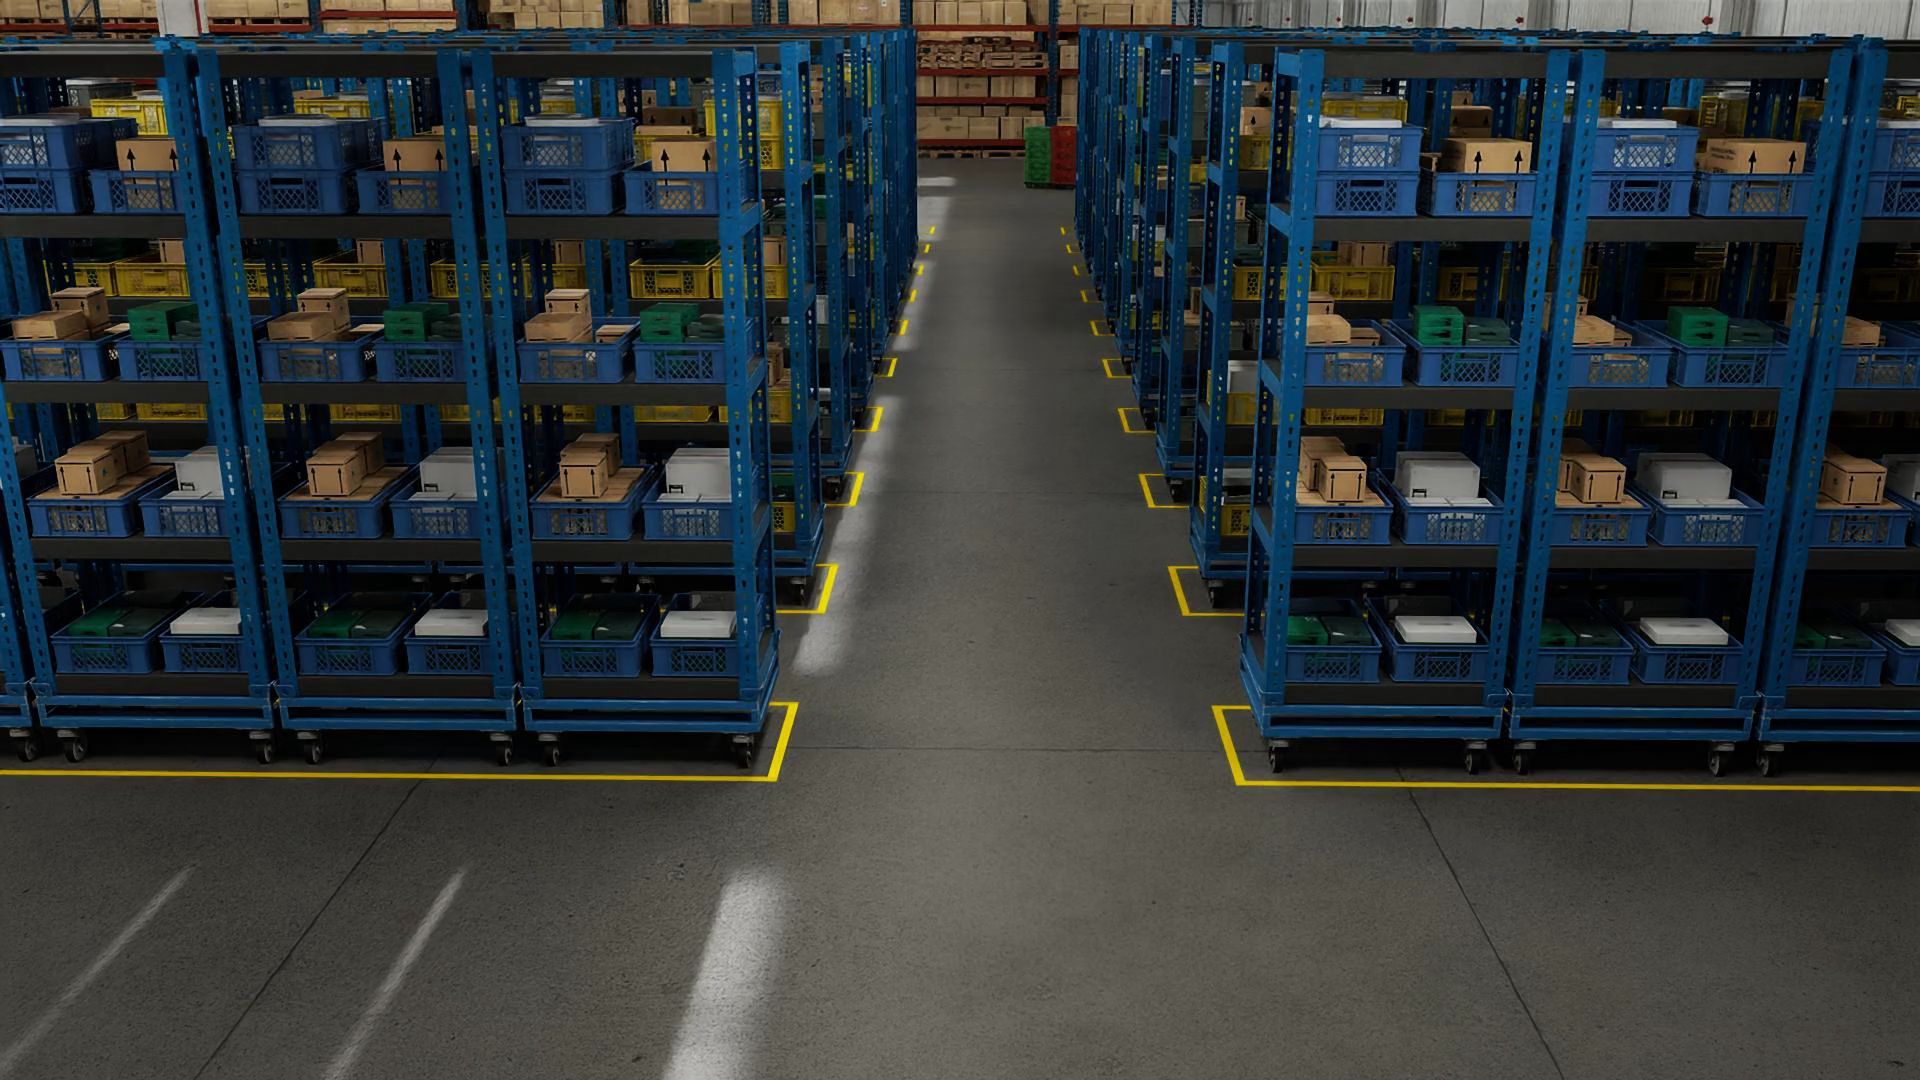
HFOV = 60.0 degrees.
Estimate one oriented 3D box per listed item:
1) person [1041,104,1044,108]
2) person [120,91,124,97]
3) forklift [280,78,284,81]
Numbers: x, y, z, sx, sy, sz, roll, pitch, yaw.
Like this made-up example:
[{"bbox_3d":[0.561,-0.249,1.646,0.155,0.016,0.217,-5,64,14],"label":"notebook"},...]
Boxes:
[{"bbox_3d":[2.827,-14.832,56.683,0.738,1.803,0.596,0,17,0],"label":"person"},{"bbox_3d":[-22.186,-11.071,44.566,0.751,1.882,0.662,-11,20,-30],"label":"person"},{"bbox_3d":[-17.460,-11.122,43.084,1.873,2.768,1.129,0,17,1],"label":"forklift"}]
